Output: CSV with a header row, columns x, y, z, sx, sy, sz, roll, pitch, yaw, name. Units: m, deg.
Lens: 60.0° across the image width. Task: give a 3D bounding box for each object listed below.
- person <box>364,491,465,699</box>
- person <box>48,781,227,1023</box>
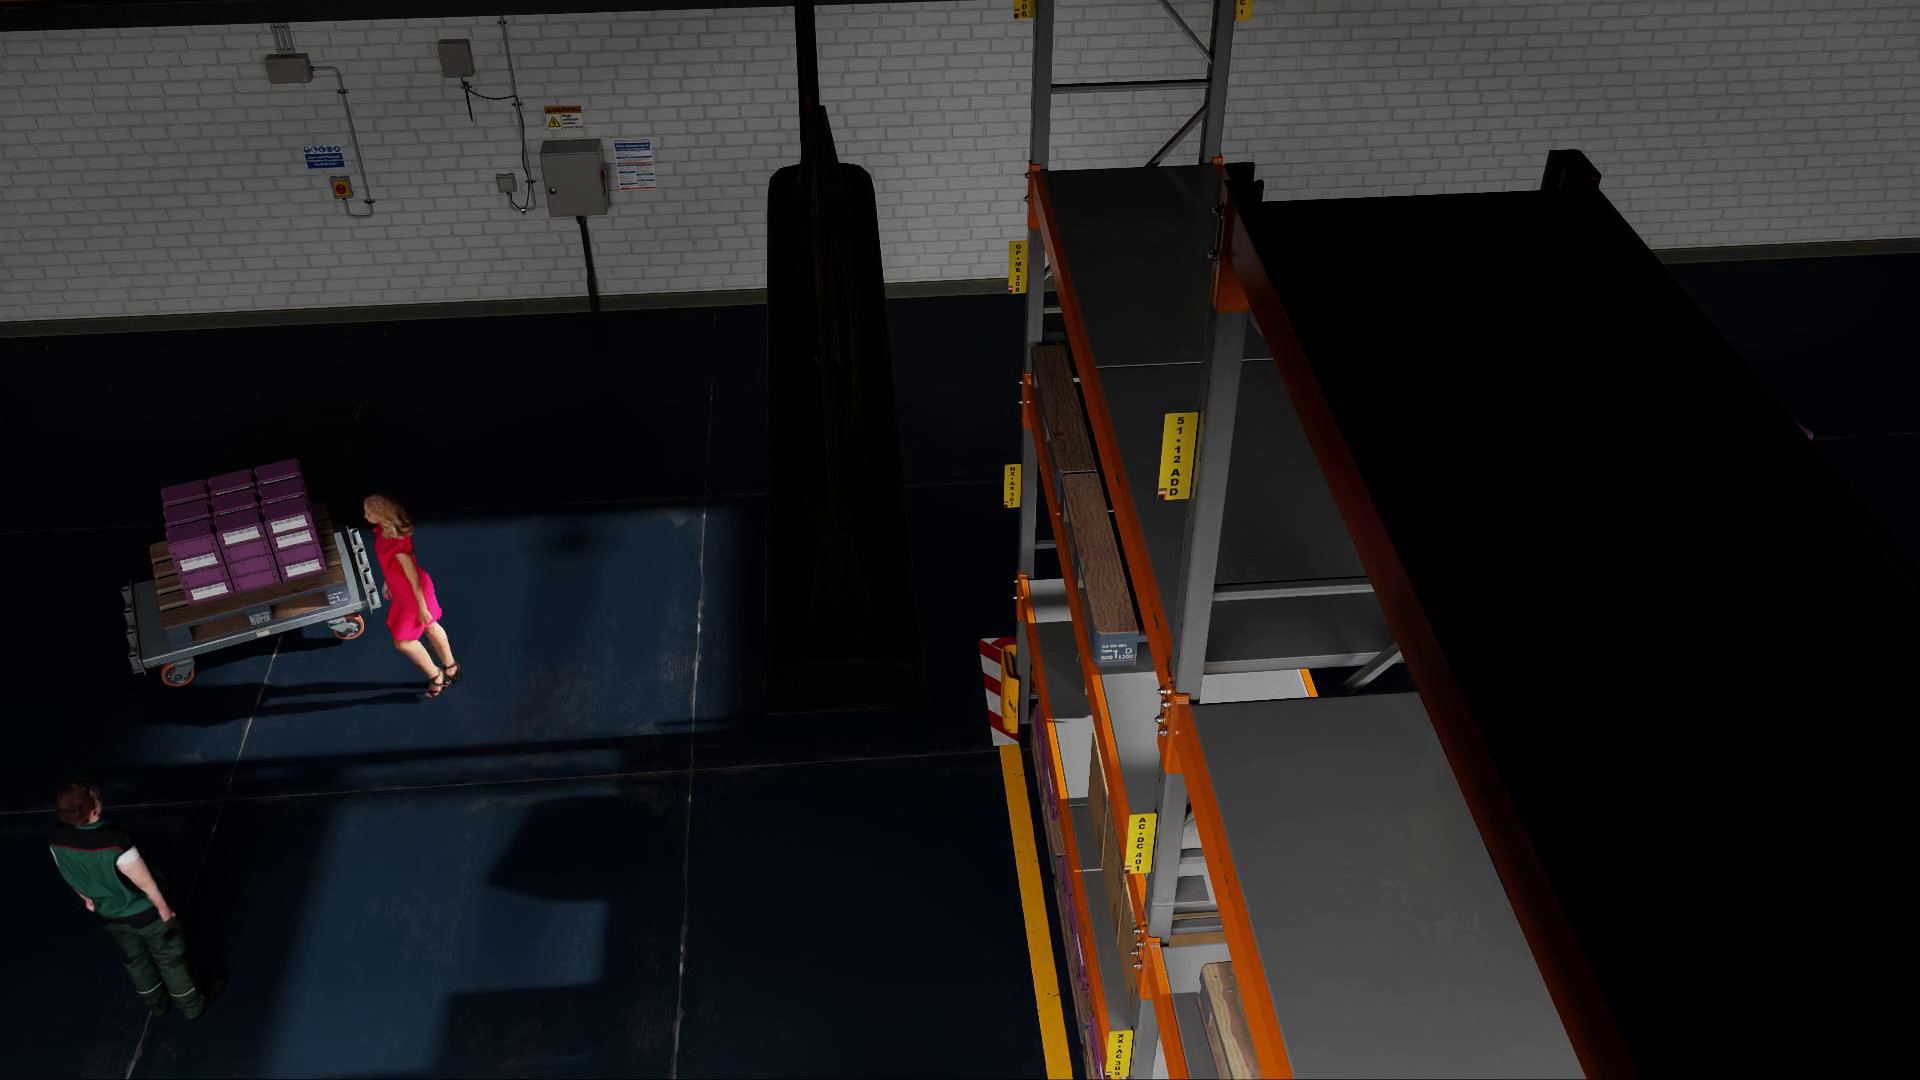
x,y,z,sx,sy,sz,roll,pitch,yaw,name
-3.552,0.337,11.055,0.727,1.715,0.655,-15,41,-18,person
-4.461,1.941,8.943,0.692,1.843,0.659,5,39,6,person
